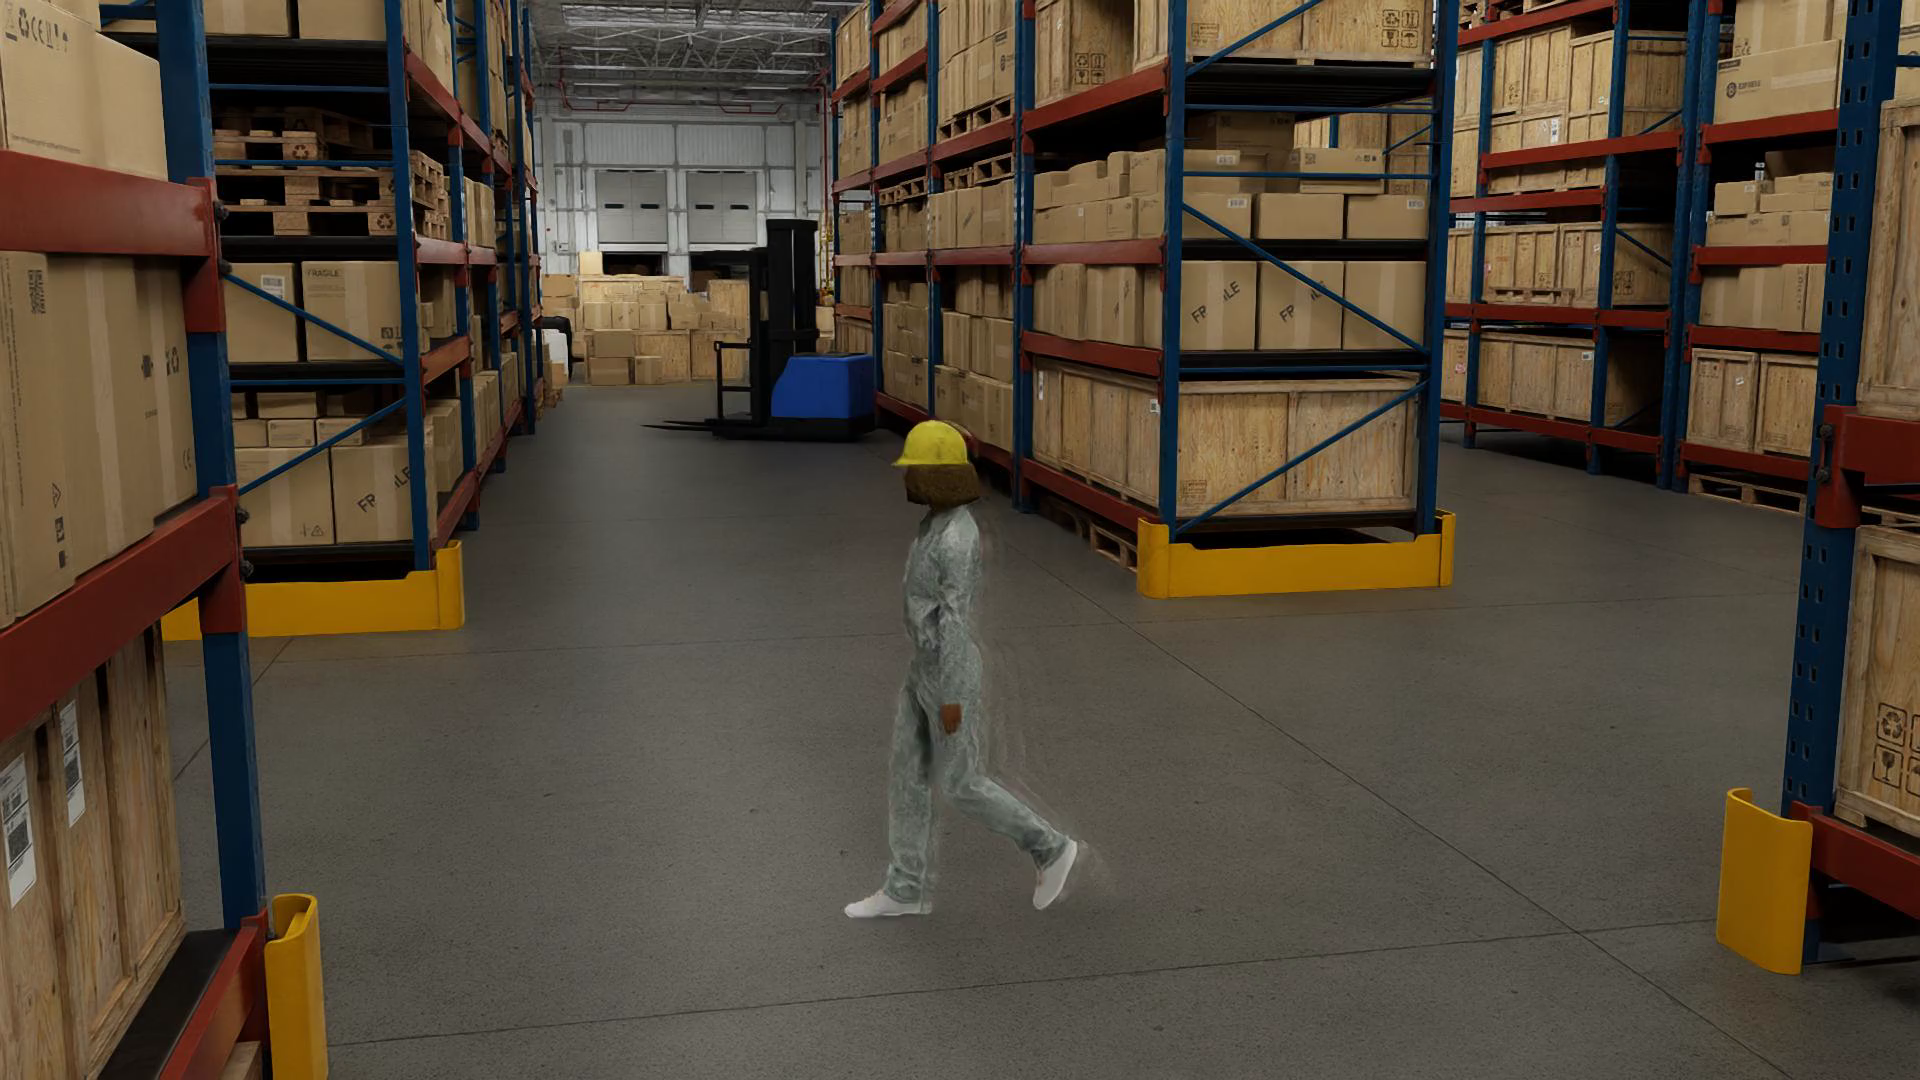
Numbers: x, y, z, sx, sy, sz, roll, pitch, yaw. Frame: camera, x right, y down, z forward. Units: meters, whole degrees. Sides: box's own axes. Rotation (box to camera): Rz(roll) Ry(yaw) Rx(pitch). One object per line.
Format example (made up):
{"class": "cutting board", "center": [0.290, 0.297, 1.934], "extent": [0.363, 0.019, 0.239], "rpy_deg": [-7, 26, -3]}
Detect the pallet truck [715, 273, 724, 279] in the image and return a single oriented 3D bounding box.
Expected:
{"class": "pallet truck", "center": [-8.580, -8.986, 62.280], "extent": [1.885, 1.965, 0.823], "rpy_deg": [1, 9, 5]}

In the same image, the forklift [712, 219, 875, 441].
{"class": "forklift", "center": [-2.139, -2.736, 21.503], "extent": [1.873, 2.768, 1.129], "rpy_deg": [3, 10, 18]}

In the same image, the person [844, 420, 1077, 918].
{"class": "person", "center": [0.003, 0.449, 5.615], "extent": [0.732, 1.716, 0.493], "rpy_deg": [-2, 10, -13]}

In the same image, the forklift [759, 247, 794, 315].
{"class": "forklift", "center": [-5.544, -7.433, 50.130], "extent": [1.129, 2.768, 1.873], "rpy_deg": [-3, 10, -18]}
